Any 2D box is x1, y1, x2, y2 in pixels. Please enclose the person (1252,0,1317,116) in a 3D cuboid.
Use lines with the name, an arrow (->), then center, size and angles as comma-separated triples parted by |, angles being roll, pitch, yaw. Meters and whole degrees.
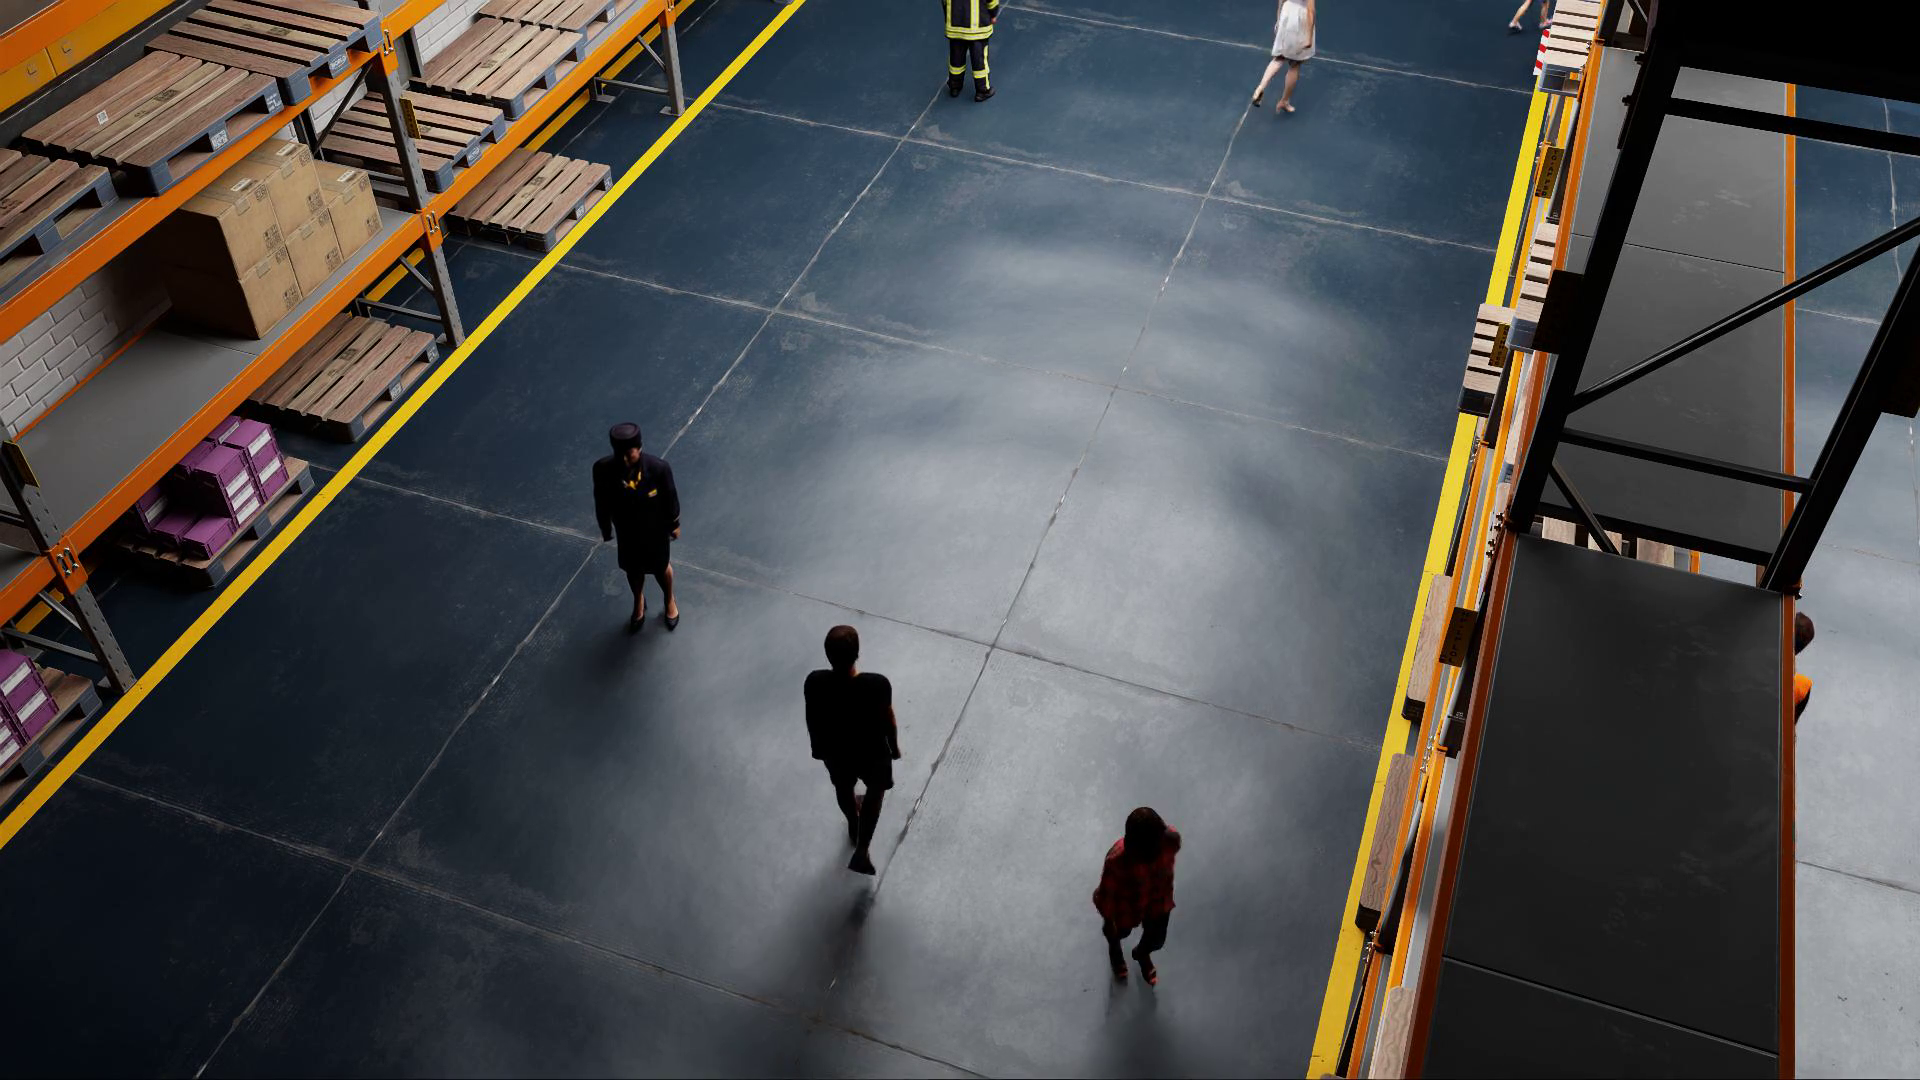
person -> 3.097, -4.791, 15.767 | 1.008, 1.754, 0.898 | -25, 49, -24

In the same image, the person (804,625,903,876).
person -> -0.612, 1.223, 9.383 | 0.802, 1.853, 1.021 | 5, 44, 6

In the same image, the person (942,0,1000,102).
person -> 0.082, -5.150, 16.067 | 0.747, 1.860, 0.680 | 16, 46, 17

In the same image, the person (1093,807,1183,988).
person -> 0.925, 1.851, 8.860 | 0.781, 1.666, 0.831 | -21, 48, -21

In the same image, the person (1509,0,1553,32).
person -> 6.010, -5.769, 17.344 | 0.756, 0.995, 0.744 | -12, 45, -13

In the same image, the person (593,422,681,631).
person -> -2.085, -0.087, 10.890 | 0.785, 1.671, 0.768 | -1, 44, -2
